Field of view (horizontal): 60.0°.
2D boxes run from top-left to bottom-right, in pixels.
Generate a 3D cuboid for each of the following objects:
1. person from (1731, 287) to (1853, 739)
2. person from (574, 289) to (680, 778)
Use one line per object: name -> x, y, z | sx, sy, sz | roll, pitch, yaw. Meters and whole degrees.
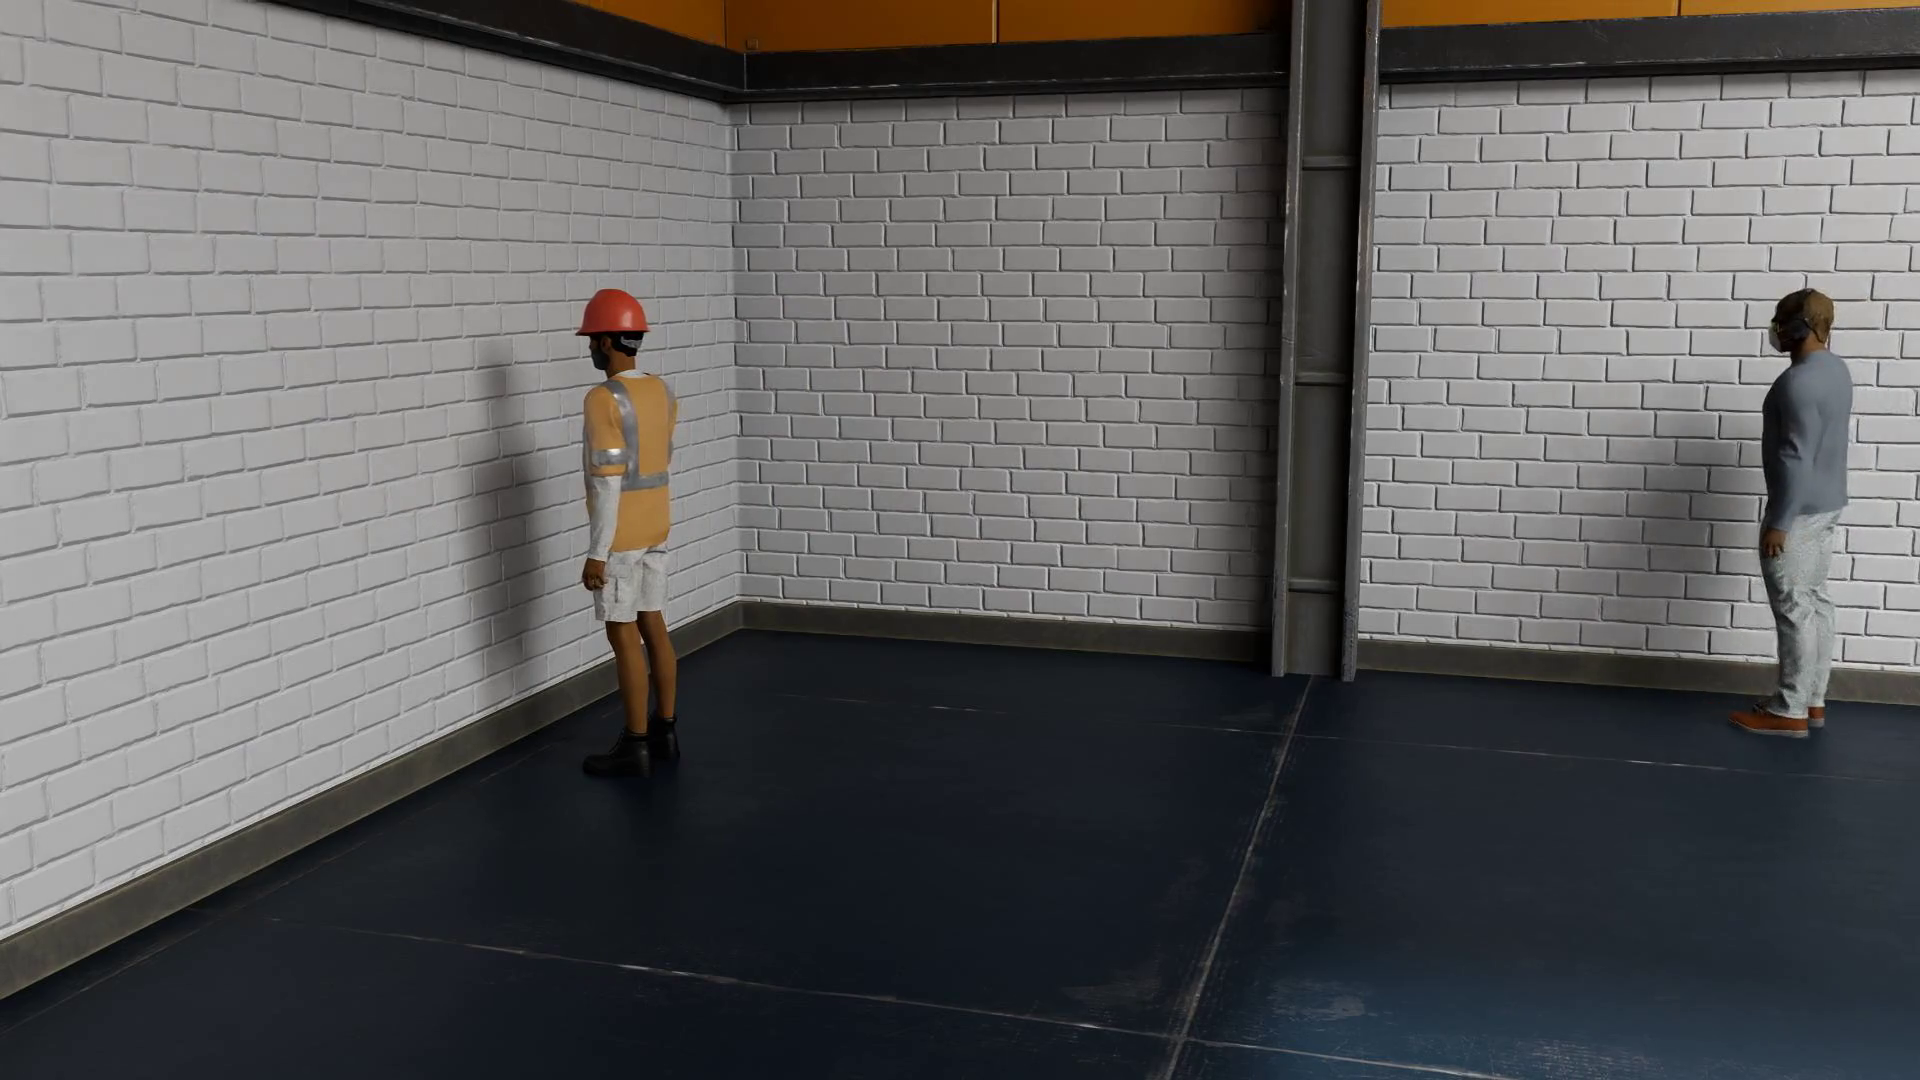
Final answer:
person -> 3.621, -0.113, 7.184 | 0.356, 1.937, 0.635 | 8, 12, 40
person -> -1.347, -0.024, 6.635 | 0.365, 1.935, 0.553 | 3, 10, 19
